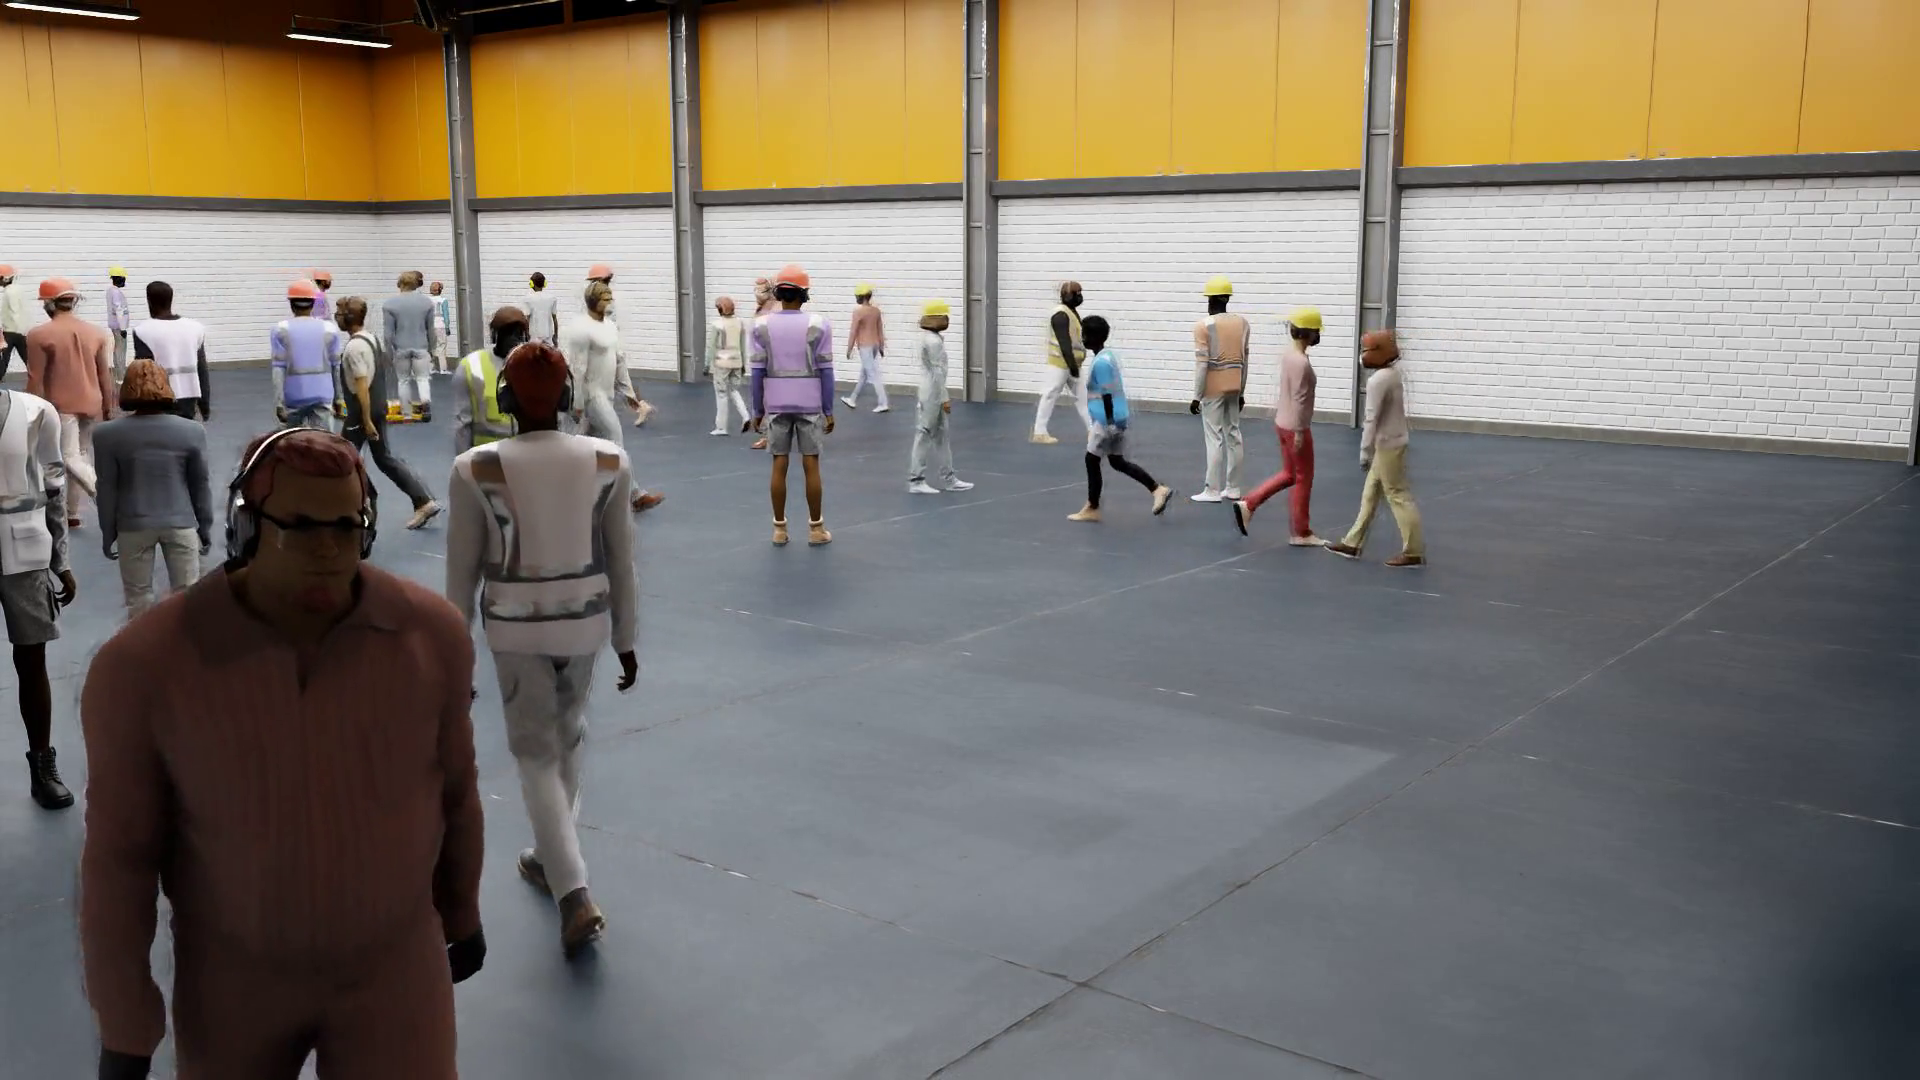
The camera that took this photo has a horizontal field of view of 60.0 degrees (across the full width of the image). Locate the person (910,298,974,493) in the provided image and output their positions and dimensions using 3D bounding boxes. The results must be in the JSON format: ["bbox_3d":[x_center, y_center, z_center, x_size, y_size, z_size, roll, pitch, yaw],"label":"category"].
[{"bbox_3d":[-0.189,-1.268,14.722,0.468,1.737,0.492,0,10,2],"label":"person"}]

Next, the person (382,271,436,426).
[{"bbox_3d":[-6.704,-2.328,20.330,0.633,1.918,0.687,-5,11,-27],"label":"person"}]

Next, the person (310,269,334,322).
[{"bbox_3d":[-10.077,-3.298,26.054,0.980,1.899,0.561,-5,11,-25],"label":"person"}]

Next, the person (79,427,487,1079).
[{"bbox_3d":[-1.113,0.721,2.842,0.669,1.828,1.111,-6,11,-30],"label":"person"}]

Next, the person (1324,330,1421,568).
[{"bbox_3d":[2.810,-0.618,11.281,0.786,1.590,0.515,6,11,29],"label":"person"}]

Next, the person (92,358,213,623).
[{"bbox_3d":[-3.777,-0.037,7.833,0.494,1.624,0.280,-6,12,-32],"label":"person"}]

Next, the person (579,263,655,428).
[{"bbox_3d":[-4.187,-2.352,20.206,0.912,2.012,0.613,-1,10,-4],"label":"person"}]

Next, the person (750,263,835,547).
[{"bbox_3d":[-1.200,-0.966,12.017,0.607,2.045,0.390,1,10,6],"label":"person"}]

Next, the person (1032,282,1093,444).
[{"bbox_3d":[1.246,-1.944,18.415,0.963,1.796,0.618,4,10,21],"label":"person"}]

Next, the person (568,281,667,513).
[{"bbox_3d":[-2.905,-1.156,13.604,1.018,1.887,0.645,2,10,11],"label":"person"}]

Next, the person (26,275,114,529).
[{"bbox_3d":[-6.641,-1.007,12.524,0.915,1.964,0.617,5,11,25],"label":"person"}]

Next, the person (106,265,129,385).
[{"bbox_3d":[-13.589,-3.468,26.917,0.359,1.930,0.587,-6,12,-32],"label":"person"}]

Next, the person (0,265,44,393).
[{"bbox_3d":[-14.334,-3.141,24.958,1.008,1.945,0.626,-5,11,-26],"label":"person"}]

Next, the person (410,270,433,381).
[{"bbox_3d":[-9.119,-3.596,27.921,0.429,1.840,0.633,-6,12,-33],"label":"person"}]

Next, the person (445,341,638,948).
[{"bbox_3d":[-1.280,0.308,5.184,0.585,1.852,0.926,-6,11,-30],"label":"person"}]

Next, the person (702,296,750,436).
[{"bbox_3d":[-2.713,-2.012,19.312,0.436,1.630,0.540,8,13,41],"label":"person"}]

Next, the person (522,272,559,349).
[{"bbox_3d":[-5.906,-2.836,23.436,0.508,1.864,0.328,-6,12,-32],"label":"person"}]

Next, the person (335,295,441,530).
[{"bbox_3d":[-4.455,-0.951,12.635,0.885,1.816,0.508,1,10,4],"label":"person"}]

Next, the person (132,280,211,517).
[{"bbox_3d":[-6.281,-1.110,13.270,0.458,1.900,0.589,5,11,26],"label":"person"}]

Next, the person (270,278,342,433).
[{"bbox_3d":[-5.357,-1.179,13.645,0.557,1.913,0.686,-5,11,-29],"label":"person"}]

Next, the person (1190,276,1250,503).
[{"bbox_3d":[2.196,-1.276,14.159,0.589,1.927,0.387,-6,12,-33],"label":"person"}]

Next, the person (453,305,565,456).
[{"bbox_3d":[-2.638,-0.468,9.774,0.628,1.817,0.838,-3,10,-17],"label":"person"}]

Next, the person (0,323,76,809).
[{"bbox_3d":[-3.604,0.086,6.206,0.551,1.934,0.373,-8,12,-38],"label":"person"}]

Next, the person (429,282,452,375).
[{"bbox_3d":[-9.186,-3.718,29.252,0.508,1.629,0.316,5,11,29],"label":"person"}]

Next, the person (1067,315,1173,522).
[{"bbox_3d":[1.265,-0.941,13.039,0.756,1.654,0.537,2,10,11],"label":"person"}]

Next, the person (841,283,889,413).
[{"bbox_3d":[-1.291,-2.573,22.301,0.949,1.712,0.540,7,12,36],"label":"person"}]

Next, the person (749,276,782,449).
[{"bbox_3d":[-2.034,-1.906,17.997,0.511,1.878,0.687,-5,11,-25],"label":"person"}]

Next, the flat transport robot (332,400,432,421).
[{"bbox_3d":[-7.441,-1.666,21.247,1.431,0.197,0.652,8,13,40],"label":"flat transport robot"}]

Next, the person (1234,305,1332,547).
[{"bbox_3d":[2.356,-0.811,11.958,0.623,1.747,0.533,0,10,-1],"label":"person"}]
